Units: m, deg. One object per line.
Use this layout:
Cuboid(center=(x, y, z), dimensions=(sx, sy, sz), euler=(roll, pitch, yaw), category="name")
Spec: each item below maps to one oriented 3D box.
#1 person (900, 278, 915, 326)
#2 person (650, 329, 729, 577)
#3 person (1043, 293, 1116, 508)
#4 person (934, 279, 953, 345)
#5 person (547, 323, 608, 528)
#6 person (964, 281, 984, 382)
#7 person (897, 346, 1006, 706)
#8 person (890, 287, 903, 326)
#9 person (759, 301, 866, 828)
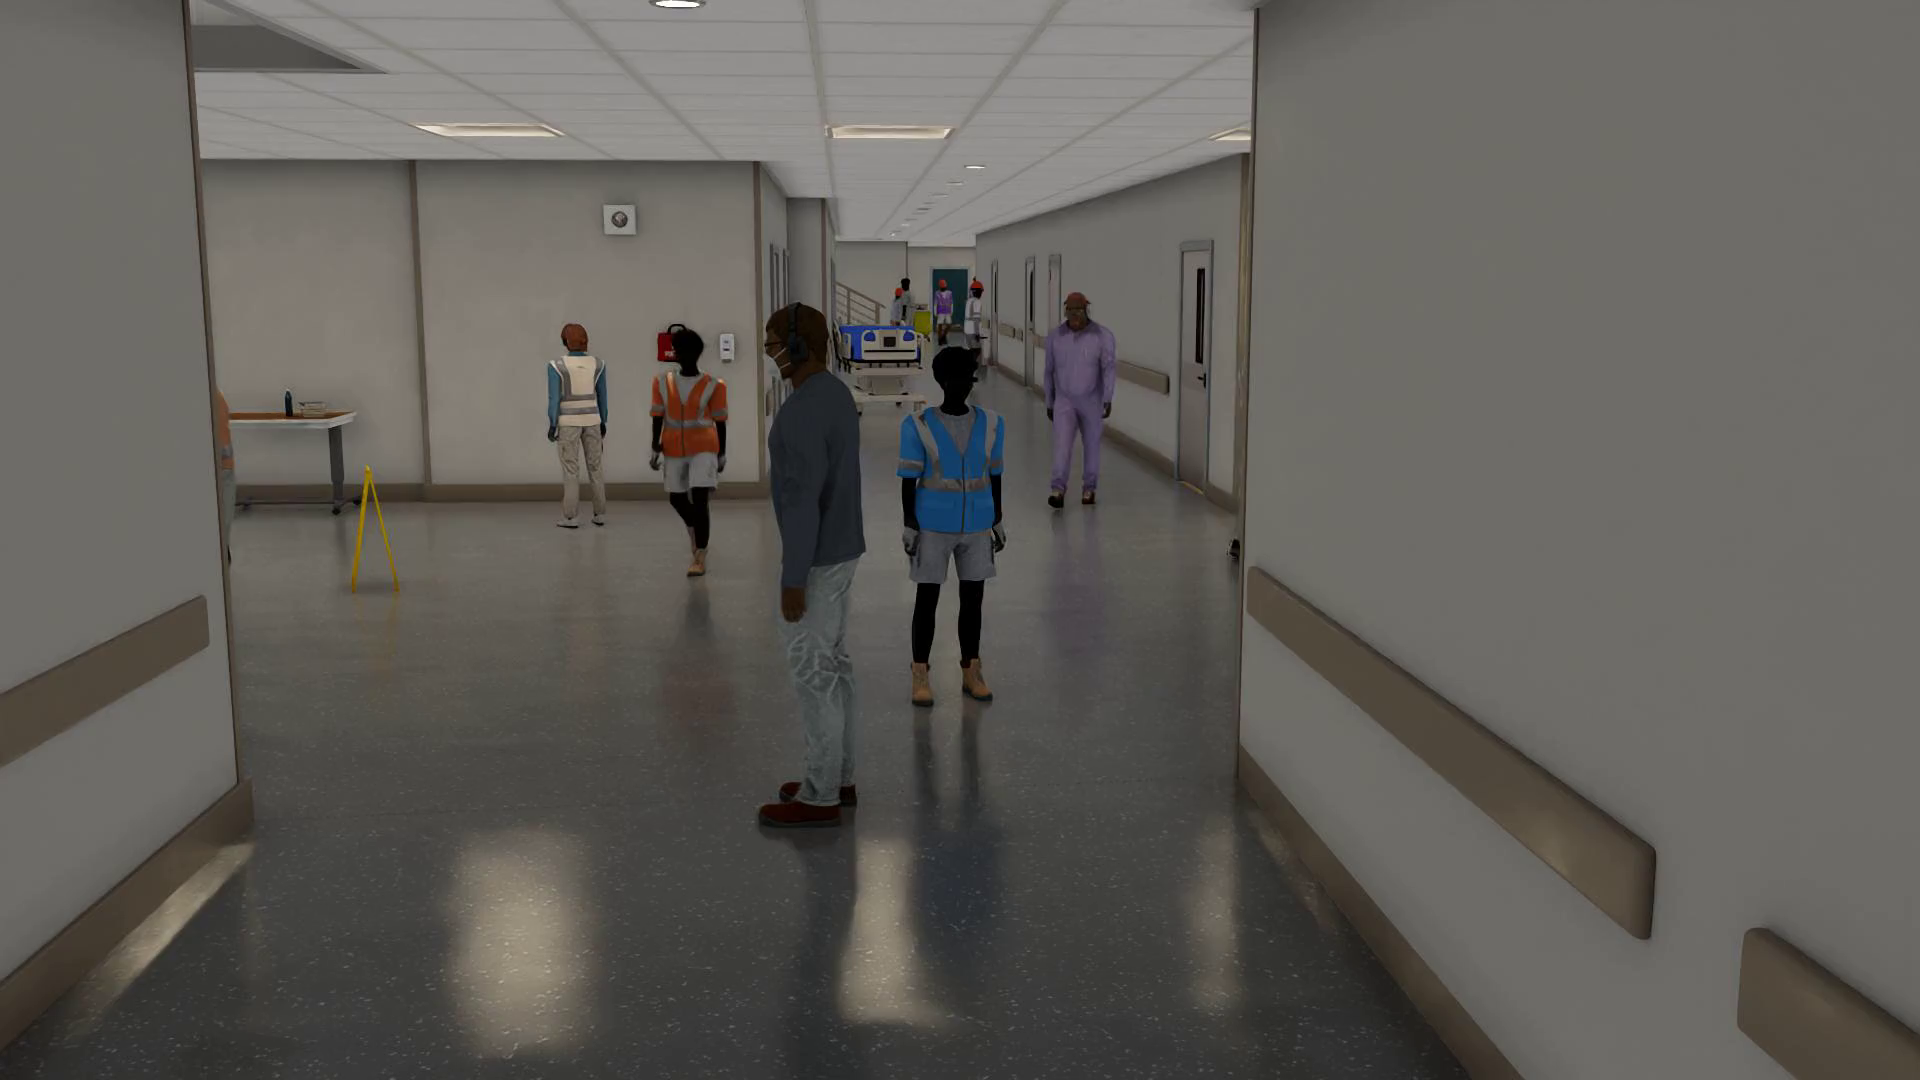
Cuboid(center=(-1.378, -5.849, 43.378), dimensions=(0.389, 1.951, 0.615), euler=(3, 10, 18), category="person")
Cuboid(center=(-1.837, -0.623, 11.415), dimensions=(0.532, 1.665, 0.769), euler=(1, 9, 7), category="person")
Cuboid(center=(1.016, -1.192, 14.383), dimensions=(0.656, 1.859, 0.989), euler=(2, 9, 11), category="person")
Cuboid(center=(-0.476, -6.572, 48.045), dimensions=(0.575, 1.904, 0.524), euler=(-3, 10, -18), category="person")
Cuboid(center=(-3.063, -0.913, 13.346), dimensions=(0.523, 1.639, 0.306), euler=(-7, 12, -39), category="person")
Cuboid(center=(0.264, -3.983, 31.764), dimensions=(0.493, 1.915, 0.599), euler=(-3, 10, -20), category="person")
Cuboid(center=(-0.032, -0.066, 7.844), dimensions=(0.540, 1.696, 0.317), euler=(-3, 10, -19), category="person")
Cuboid(center=(-1.717, -5.857, 44.189), dimensions=(0.510, 1.701, 0.601), euler=(-3, 10, -20), category="person")
Cuboid(center=(-0.541, 0.092, 6.139), dimensions=(0.377, 1.931, 0.636), euler=(1, 9, 7), category="person")
